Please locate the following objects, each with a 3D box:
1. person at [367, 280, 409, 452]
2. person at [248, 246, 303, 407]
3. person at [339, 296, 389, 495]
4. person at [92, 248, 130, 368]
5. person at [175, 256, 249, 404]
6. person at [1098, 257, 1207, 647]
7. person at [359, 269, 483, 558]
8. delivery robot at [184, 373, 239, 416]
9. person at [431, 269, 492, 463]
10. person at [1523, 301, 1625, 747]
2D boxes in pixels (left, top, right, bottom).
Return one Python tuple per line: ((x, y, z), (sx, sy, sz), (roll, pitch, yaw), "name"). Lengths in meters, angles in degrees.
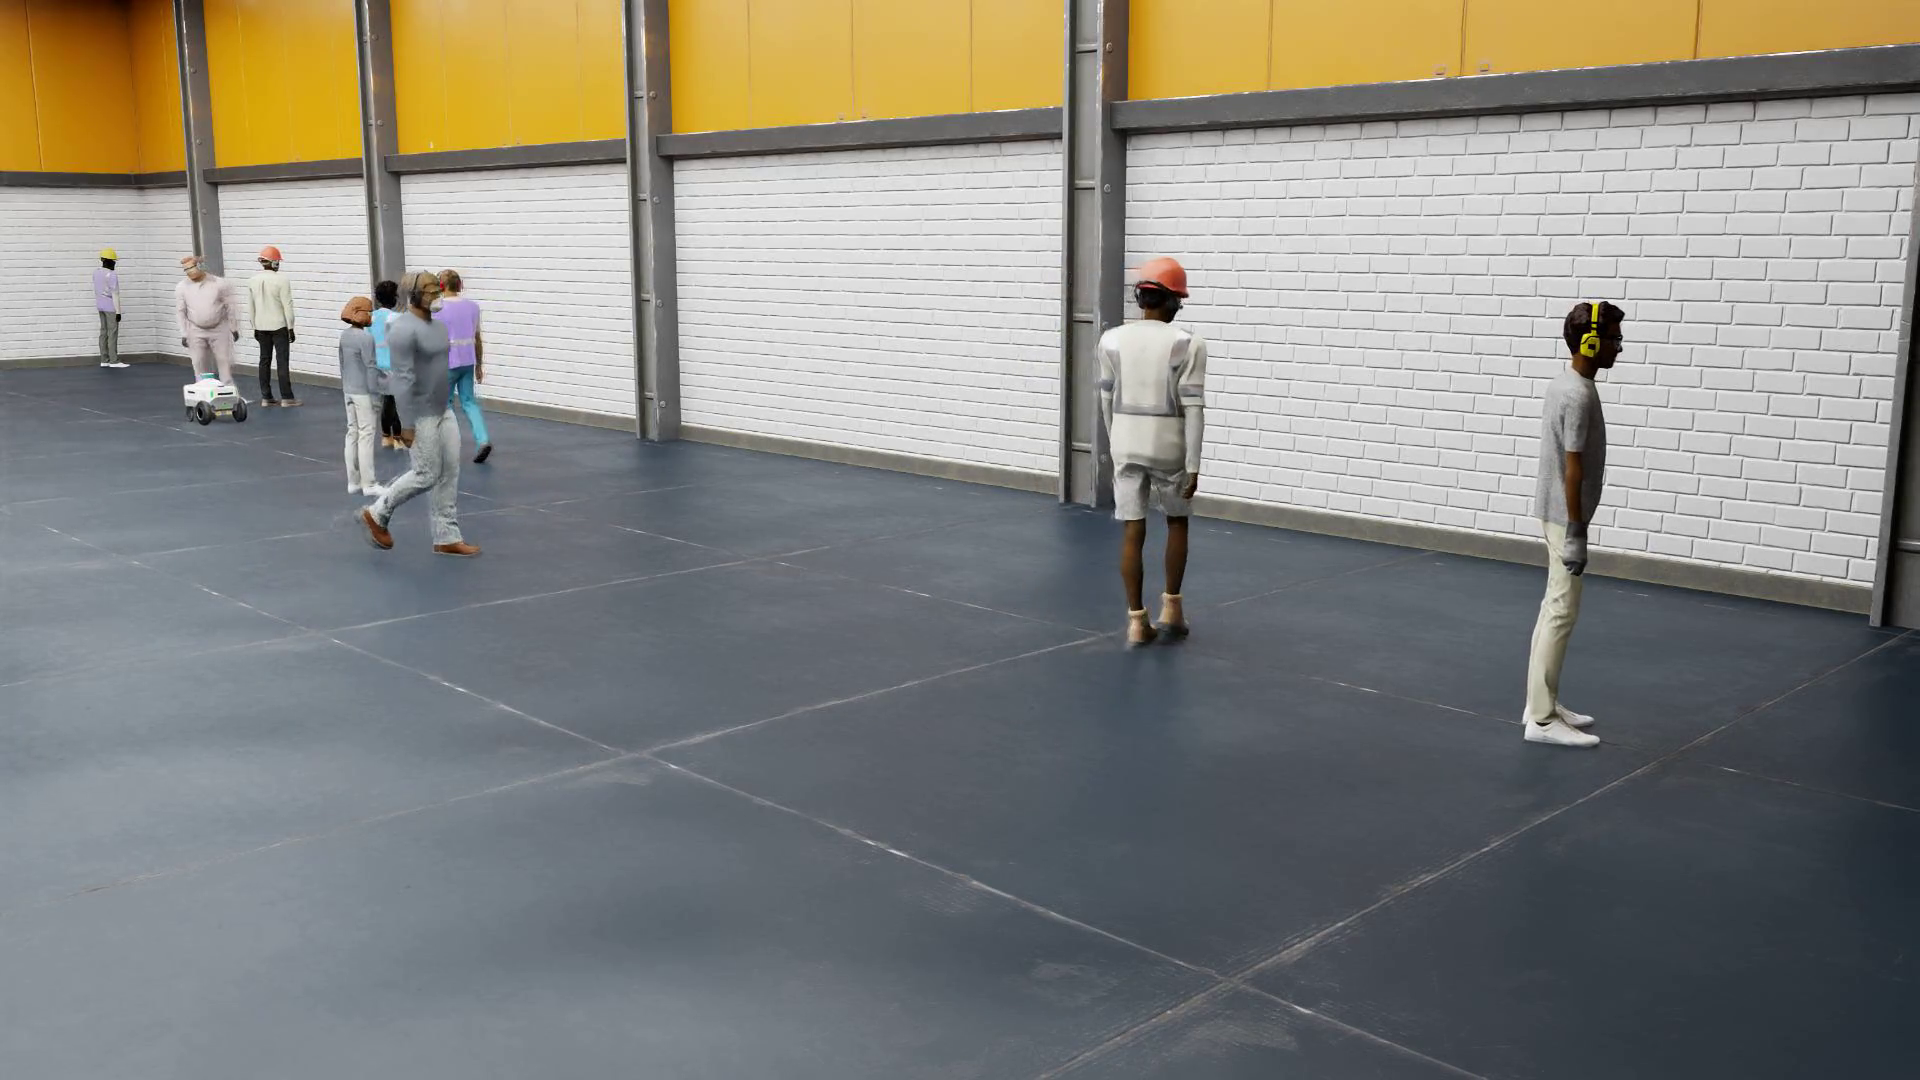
((-5.599, -1.711, 16.434), (0.550, 1.697, 0.363), (8, 13, 38), "person")
((-8.570, -2.661, 20.777), (0.613, 1.994, 0.395), (3, 11, 16), "person")
((-4.931, -1.187, 13.728), (0.501, 1.631, 0.287), (10, 14, 43), "person")
((-13.725, -3.738, 26.869), (0.582, 1.918, 0.388), (6, 12, 31), "person")
((-9.396, -2.614, 20.891), (0.775, 1.869, 0.396), (-4, 11, -19), "person")
((1.016, -0.457, 8.719), (0.602, 2.016, 0.626), (4, 11, 23), "person")
((-3.574, -0.817, 10.953), (0.708, 1.919, 0.632), (2, 11, 9), "person")
((-8.561, -1.662, 19.004), (0.707, 0.478, 0.477), (9, 14, 40), "delivery robot")
((-4.716, -1.616, 15.557), (0.739, 1.825, 0.575), (8, 13, 38), "person")
((2.582, -0.067, 7.003), (0.313, 1.860, 0.507), (3, 11, 14), "person")
